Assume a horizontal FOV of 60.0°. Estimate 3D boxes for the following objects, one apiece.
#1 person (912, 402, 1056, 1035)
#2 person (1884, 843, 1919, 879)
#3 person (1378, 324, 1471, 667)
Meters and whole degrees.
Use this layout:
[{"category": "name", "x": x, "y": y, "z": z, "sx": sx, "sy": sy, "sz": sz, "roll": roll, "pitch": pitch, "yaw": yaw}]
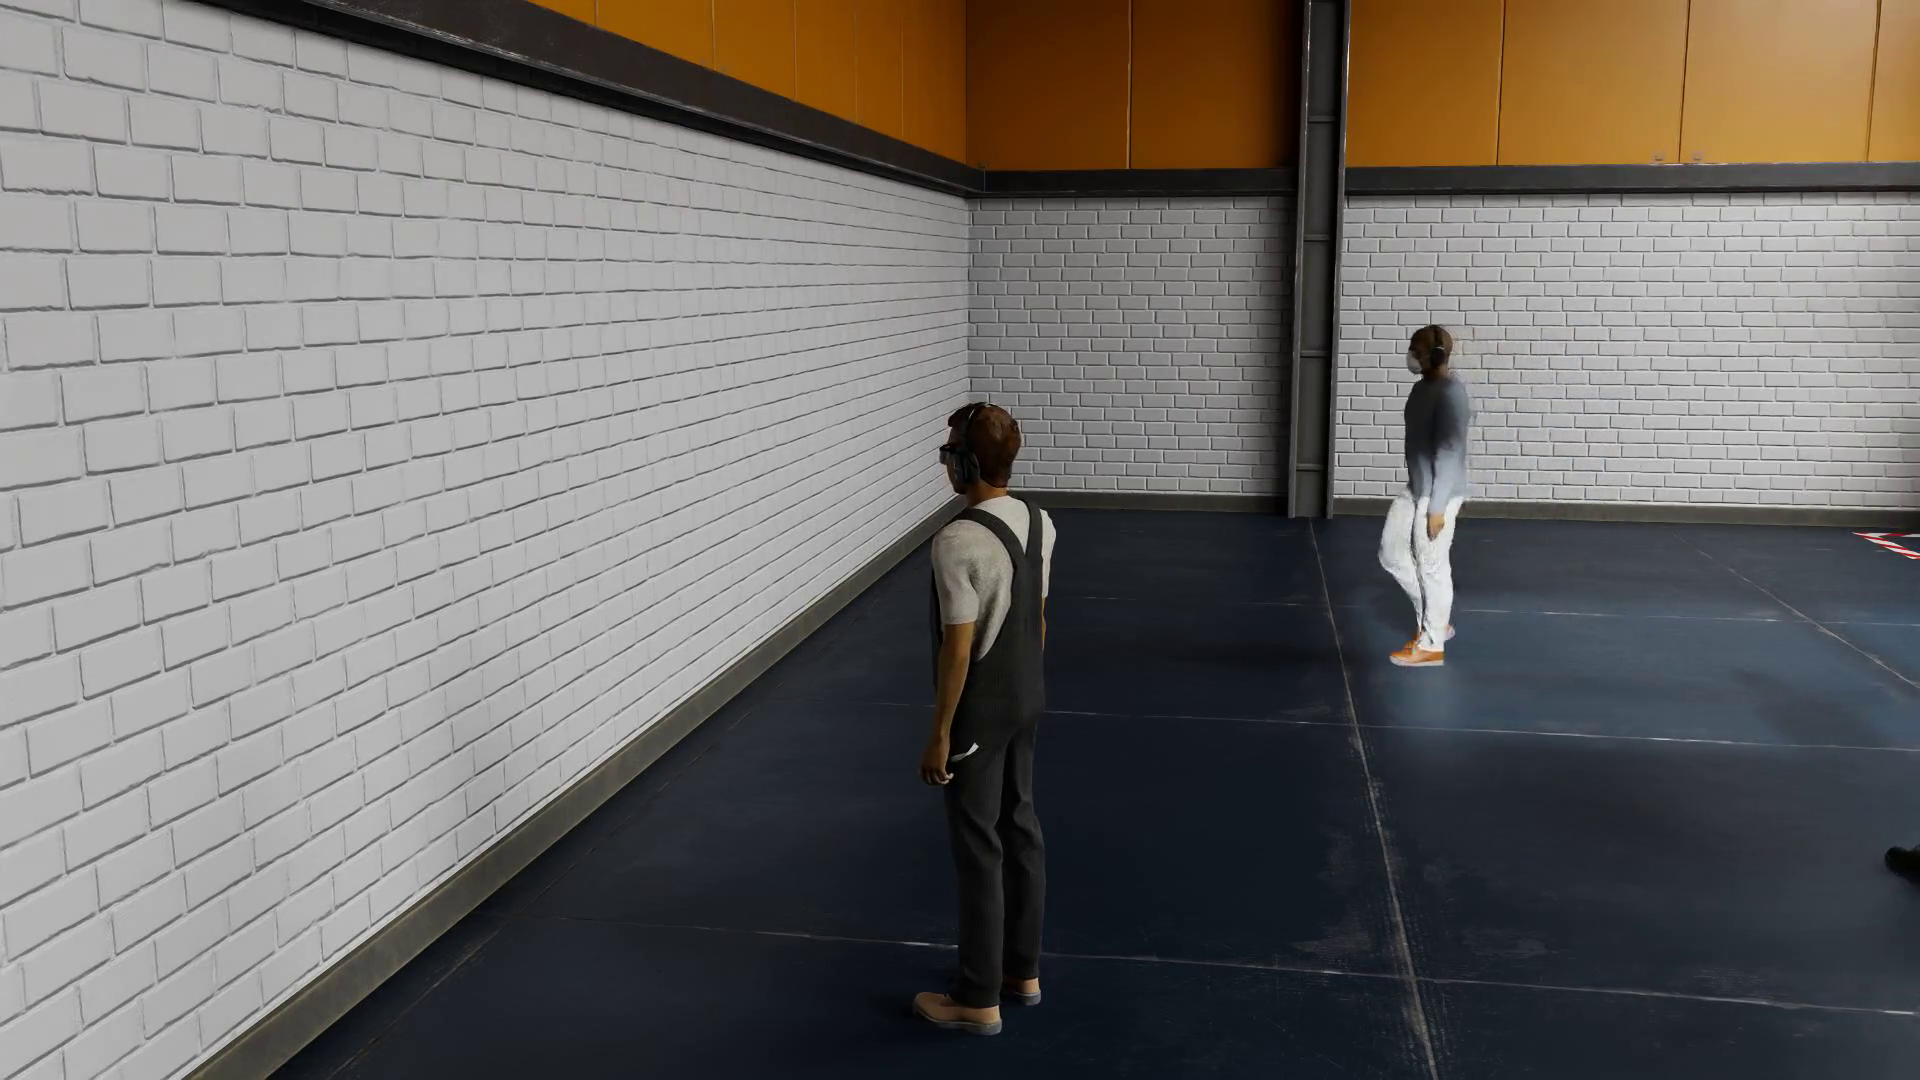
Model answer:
[{"category": "person", "x": 0.069, "y": 0.518, "z": 4.874, "sx": 0.345, "sy": 1.846, "sz": 0.508, "roll": 6, "pitch": 11, "yaw": 34}, {"category": "person", "x": 3.736, "y": 0.422, "z": 5.673, "sx": 0.610, "sy": 1.786, "sz": 0.942, "roll": -4, "pitch": 10, "yaw": -22}, {"category": "person", "x": 2.596, "y": -0.235, "z": 9.284, "sx": 0.434, "sy": 1.928, "sz": 0.652, "roll": -1, "pitch": 9, "yaw": -3}]
